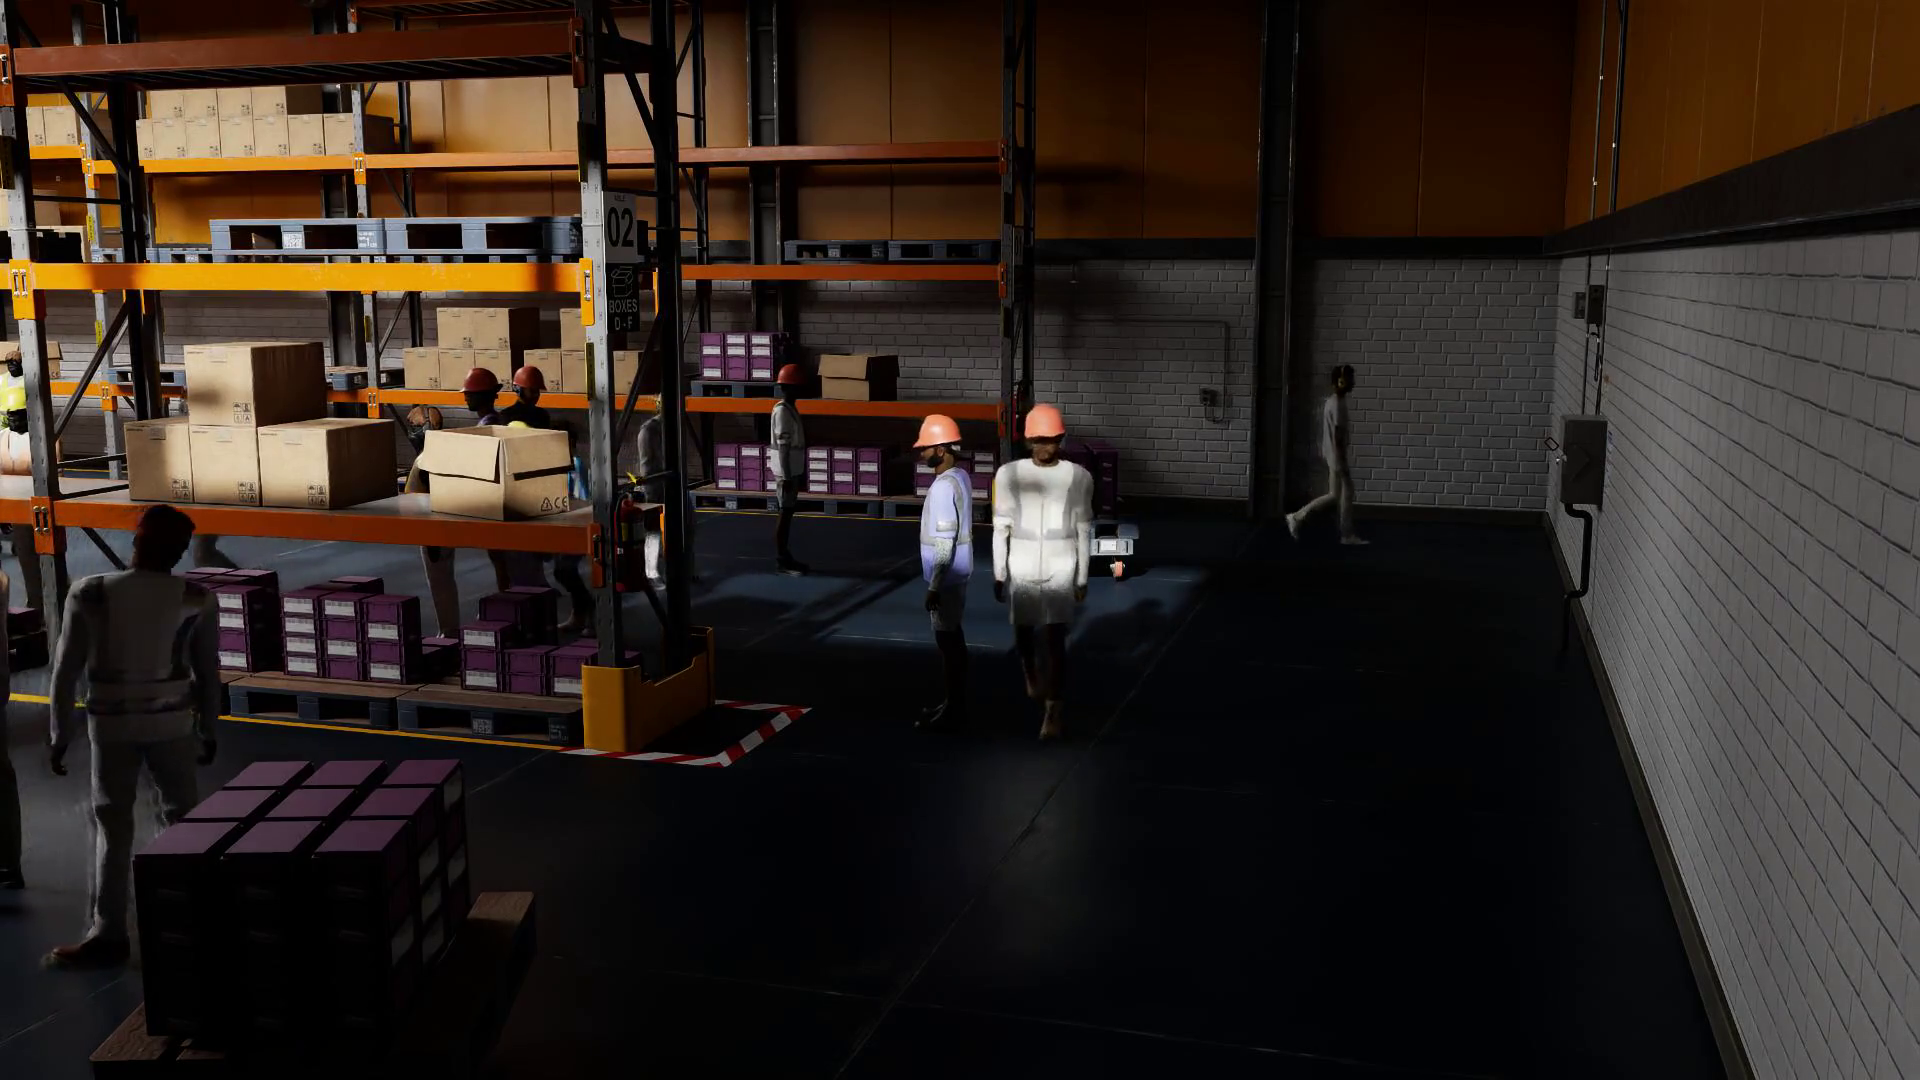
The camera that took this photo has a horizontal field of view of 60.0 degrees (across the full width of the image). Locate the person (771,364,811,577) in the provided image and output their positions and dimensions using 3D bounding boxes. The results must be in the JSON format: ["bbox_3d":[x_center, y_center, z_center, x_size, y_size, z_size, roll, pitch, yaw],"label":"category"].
[{"bbox_3d":[-1.533,-0.637,15.178,0.373,1.934,0.551,0,9,0],"label":"person"}]

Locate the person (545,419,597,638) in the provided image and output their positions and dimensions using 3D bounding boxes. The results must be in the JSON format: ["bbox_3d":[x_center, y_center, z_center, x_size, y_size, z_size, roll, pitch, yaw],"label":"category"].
[{"bbox_3d":[-2.918,-0.080,12.566,0.527,1.677,0.548,0,9,2],"label":"person"}]

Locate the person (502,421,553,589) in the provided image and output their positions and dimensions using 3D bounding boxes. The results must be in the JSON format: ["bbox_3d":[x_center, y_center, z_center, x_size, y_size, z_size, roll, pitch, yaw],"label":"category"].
[{"bbox_3d":[-3.084,0.028,11.778,0.344,1.730,0.599,-8,12,-39],"label":"person"}]

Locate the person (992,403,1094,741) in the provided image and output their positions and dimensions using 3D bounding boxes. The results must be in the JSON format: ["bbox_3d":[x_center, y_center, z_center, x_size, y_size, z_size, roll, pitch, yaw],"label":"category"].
[{"bbox_3d":[0.506,0.154,10.178,0.611,2.018,0.901,1,9,6],"label":"person"}]

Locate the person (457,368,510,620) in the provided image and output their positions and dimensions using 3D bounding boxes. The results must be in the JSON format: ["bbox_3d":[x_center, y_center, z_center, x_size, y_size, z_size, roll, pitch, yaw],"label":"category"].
[{"bbox_3d":[-3.648,-0.308,12.846,0.391,2.041,0.615,-2,9,-10],"label":"person"}]

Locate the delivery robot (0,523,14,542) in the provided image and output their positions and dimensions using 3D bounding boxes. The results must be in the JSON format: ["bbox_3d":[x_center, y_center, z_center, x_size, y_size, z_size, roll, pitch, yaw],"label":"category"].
[{"bbox_3d":[-9.373,-0.118,15.927,0.477,0.478,0.707,2,10,13],"label":"delivery robot"}]

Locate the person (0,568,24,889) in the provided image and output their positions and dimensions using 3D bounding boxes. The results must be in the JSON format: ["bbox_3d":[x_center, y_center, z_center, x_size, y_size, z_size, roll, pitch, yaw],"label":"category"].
[{"bbox_3d":[-4.386,0.715,7.273,0.404,1.827,0.589,0,9,2],"label":"person"}]

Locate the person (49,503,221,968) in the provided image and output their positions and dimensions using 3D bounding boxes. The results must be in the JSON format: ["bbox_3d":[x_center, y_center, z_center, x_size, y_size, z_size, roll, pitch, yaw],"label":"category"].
[{"bbox_3d":[-3.384,0.790,6.758,0.738,1.863,0.350,-5,10,-26],"label":"person"}]

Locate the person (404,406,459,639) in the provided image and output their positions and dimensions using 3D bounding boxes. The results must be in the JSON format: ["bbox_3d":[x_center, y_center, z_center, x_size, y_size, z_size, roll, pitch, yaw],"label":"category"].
[{"bbox_3d":[-3.764,-0.045,11.903,0.430,1.836,0.619,-2,10,-13],"label":"person"}]

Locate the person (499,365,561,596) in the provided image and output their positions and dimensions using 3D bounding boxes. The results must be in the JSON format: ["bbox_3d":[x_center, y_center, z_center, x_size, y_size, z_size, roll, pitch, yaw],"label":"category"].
[{"bbox_3d":[-3.629,-0.474,14.017,0.388,1.991,0.609,5,10,26],"label":"person"}]

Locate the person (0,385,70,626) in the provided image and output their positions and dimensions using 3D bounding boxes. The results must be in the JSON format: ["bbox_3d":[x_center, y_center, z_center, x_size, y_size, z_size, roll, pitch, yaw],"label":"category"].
[{"bbox_3d":[-7.136,-0.232,12.771,0.587,1.919,0.399,3,10,16],"label":"person"}]

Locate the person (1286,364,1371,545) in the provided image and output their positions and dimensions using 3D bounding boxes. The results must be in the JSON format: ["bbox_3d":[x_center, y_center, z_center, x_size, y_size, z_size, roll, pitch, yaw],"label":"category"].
[{"bbox_3d":[3.738,-0.842,16.745,0.770,1.838,0.523,3,10,17],"label":"person"}]

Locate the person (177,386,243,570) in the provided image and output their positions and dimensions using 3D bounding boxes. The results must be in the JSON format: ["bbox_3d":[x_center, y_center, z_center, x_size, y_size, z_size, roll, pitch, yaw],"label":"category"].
[{"bbox_3d":[-5.911,-0.284,13.082,0.732,1.924,0.651,-8,12,-41],"label":"person"}]

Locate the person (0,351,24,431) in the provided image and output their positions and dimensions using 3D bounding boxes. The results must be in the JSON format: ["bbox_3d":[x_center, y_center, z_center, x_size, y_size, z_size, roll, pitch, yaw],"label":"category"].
[{"bbox_3d":[-11.086,-1.318,19.661,0.624,1.837,0.428,1,9,9],"label":"person"}]

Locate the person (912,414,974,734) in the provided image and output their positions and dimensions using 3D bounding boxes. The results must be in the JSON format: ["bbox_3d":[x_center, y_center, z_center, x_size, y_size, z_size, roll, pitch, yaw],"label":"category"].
[{"bbox_3d":[-0.105,0.204,10.056,0.359,1.936,0.544,2,9,10],"label":"person"}]

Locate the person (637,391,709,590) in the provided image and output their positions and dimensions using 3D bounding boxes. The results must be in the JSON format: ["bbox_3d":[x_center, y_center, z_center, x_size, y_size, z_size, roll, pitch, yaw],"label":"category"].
[{"bbox_3d":[-2.469,-0.440,14.385,0.750,1.797,0.630,6,11,34],"label":"person"}]
